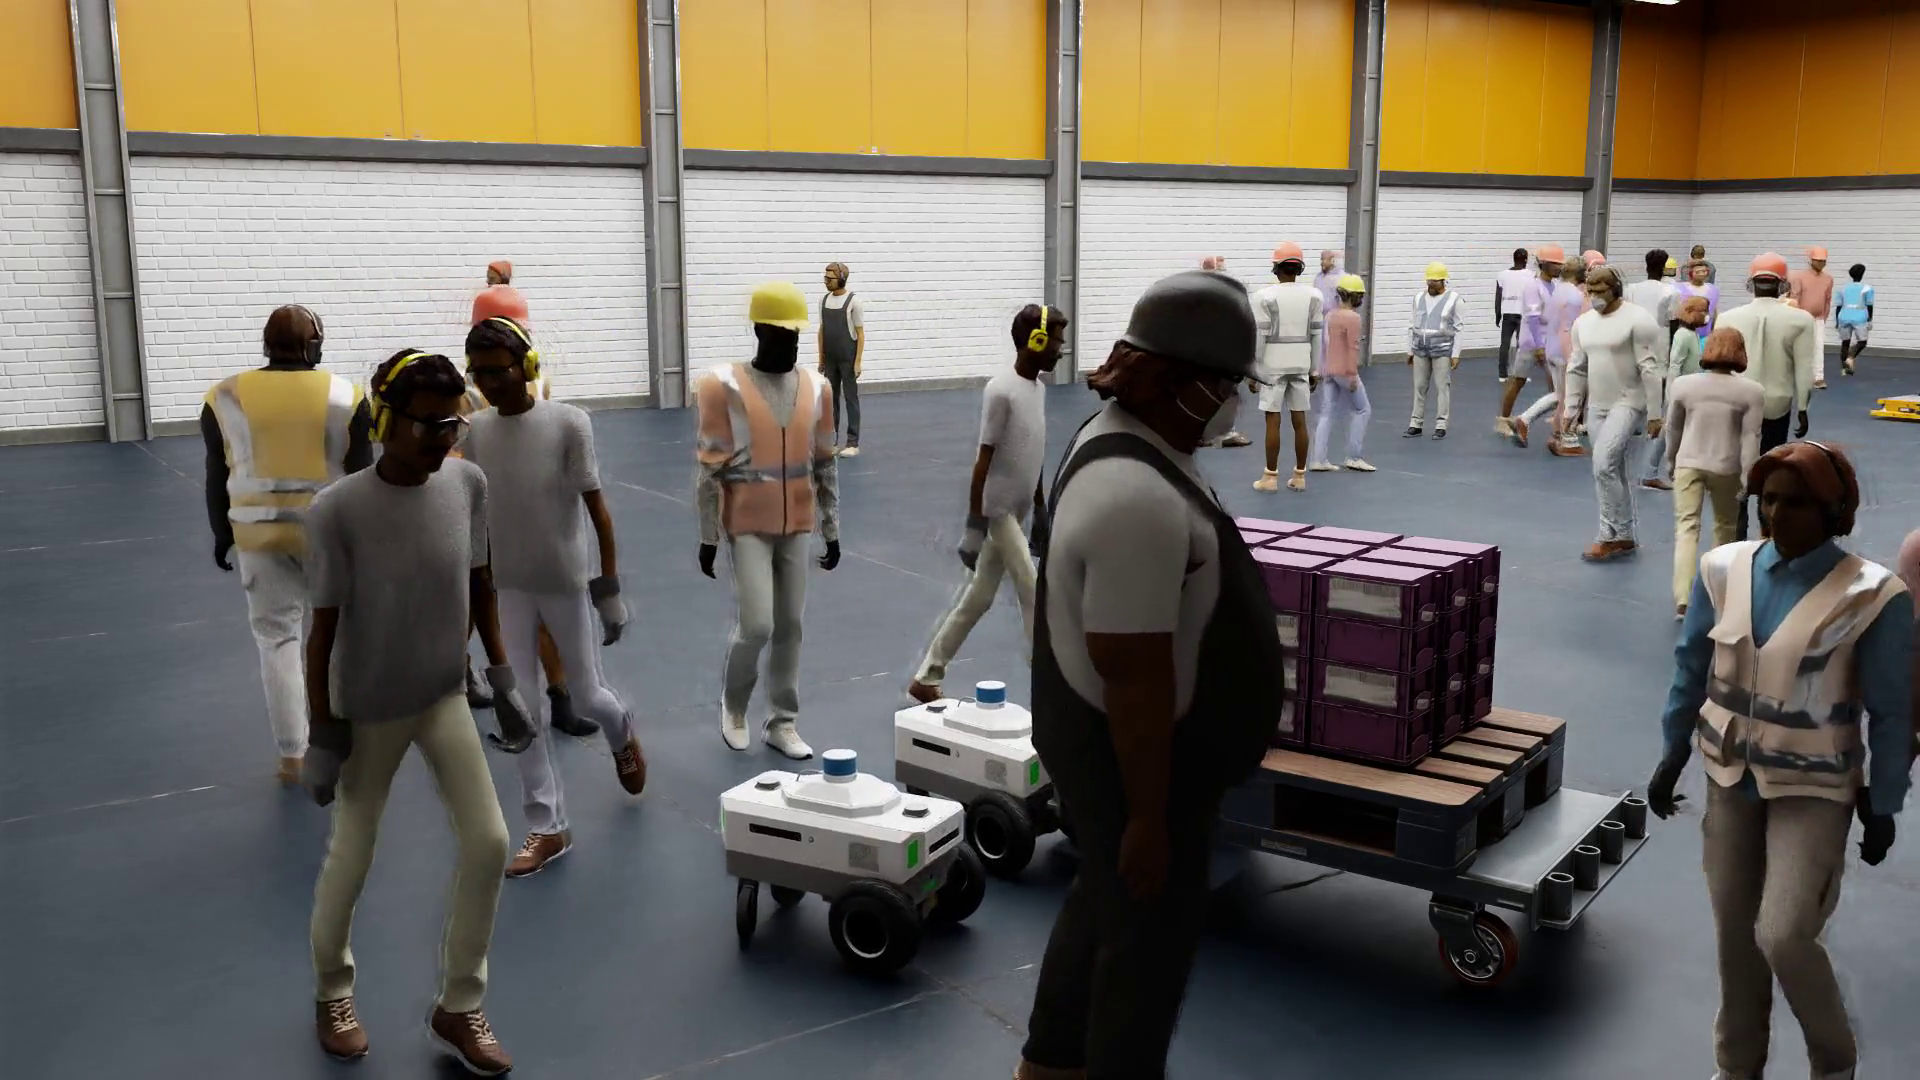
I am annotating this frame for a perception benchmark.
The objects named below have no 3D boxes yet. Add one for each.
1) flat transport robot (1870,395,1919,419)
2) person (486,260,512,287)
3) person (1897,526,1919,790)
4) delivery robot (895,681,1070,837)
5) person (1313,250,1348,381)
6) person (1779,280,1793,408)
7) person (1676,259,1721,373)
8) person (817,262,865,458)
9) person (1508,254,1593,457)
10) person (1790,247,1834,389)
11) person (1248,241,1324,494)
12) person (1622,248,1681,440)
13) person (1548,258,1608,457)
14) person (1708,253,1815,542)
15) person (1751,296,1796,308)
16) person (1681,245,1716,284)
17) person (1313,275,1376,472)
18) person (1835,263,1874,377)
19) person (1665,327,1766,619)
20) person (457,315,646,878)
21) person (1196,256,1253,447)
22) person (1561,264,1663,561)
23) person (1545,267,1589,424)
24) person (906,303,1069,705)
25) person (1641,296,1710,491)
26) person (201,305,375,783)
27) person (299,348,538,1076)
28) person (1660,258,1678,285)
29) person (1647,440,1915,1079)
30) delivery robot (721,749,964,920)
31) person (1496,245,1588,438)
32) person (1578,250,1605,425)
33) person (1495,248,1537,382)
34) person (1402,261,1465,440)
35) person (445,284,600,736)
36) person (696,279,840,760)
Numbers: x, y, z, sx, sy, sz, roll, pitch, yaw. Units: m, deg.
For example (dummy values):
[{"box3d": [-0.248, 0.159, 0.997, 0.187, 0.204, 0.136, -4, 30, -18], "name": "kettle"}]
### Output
[{"box3d": [11.161, -1.536, 19.147, 1.431, 0.197, 0.652, -8, 13, -36], "name": "flat transport robot"}, {"box3d": [-4.052, -1.566, 14.924, 0.593, 1.871, 0.603, -9, 14, -42], "name": "person"}, {"box3d": [2.565, 0.474, 4.109, 0.526, 1.734, 0.805, 3, 11, 17], "name": "person"}, {"box3d": [0.104, 0.727, 5.706, 0.707, 0.478, 0.477, 10, 14, 43], "name": "delivery robot"}, {"box3d": [5.326, -3.233, 23.992, 0.543, 1.892, 0.667, -7, 12, -32], "name": "person"}, {"box3d": [9.632, -2.291, 19.629, 0.514, 1.586, 0.844, -4, 11, -22], "name": "person"}, {"box3d": [8.510, -2.328, 19.250, 0.561, 1.813, 0.805, 2, 10, 9], "name": "person"}, {"box3d": [-1.135, -1.699, 15.731, 0.506, 1.843, 0.350, 7, 12, 32], "name": "person"}, {"box3d": [5.659, -1.733, 15.732, 0.694, 1.920, 0.627, 0, 10, 1], "name": "person"}, {"box3d": [11.784, -3.093, 23.122, 0.627, 1.952, 1.037, 0, 10, 1], "name": "person"}, {"box3d": [2.631, -1.395, 13.512, 0.609, 2.043, 0.376, -3, 11, -14], "name": "person"}, {"box3d": [7.068, -2.004, 17.082, 0.624, 1.968, 0.366, 9, 14, 41], "name": "person"}, {"box3d": [5.873, -1.688, 15.579, 0.653, 1.880, 0.751, -2, 11, -13], "name": "person"}, {"box3d": [5.317, -0.910, 11.075, 0.652, 1.955, 0.933, 6, 12, 29], "name": "person"}, {"box3d": [9.137, -2.188, 18.806, 0.322, 1.697, 0.532, -8, 13, -36], "name": "person"}, {"box3d": [12.745, -4.138, 28.835, 0.627, 1.941, 0.373, -1, 10, -6], "name": "person"}, {"box3d": [3.438, -1.459, 14.686, 0.667, 1.738, 0.542, -3, 11, -16], "name": "person"}, {"box3d": [13.176, -3.236, 24.564, 0.429, 1.684, 0.547, -9, 14, -40], "name": "person"}, {"box3d": [4.155, -0.380, 9.200, 0.505, 1.586, 0.847, 6, 12, 30], "name": "person"}, {"box3d": [-1.354, 0.147, 5.635, 0.587, 1.831, 0.783, 2, 11, 13], "name": "person"}, {"box3d": [2.577, -1.845, 16.403, 0.785, 1.881, 0.673, -2, 10, -9], "name": "person"}, {"box3d": [4.149, -0.809, 10.703, 0.692, 1.895, 0.651, -4, 11, -23], "name": "person"}, {"box3d": [6.816, -2.130, 18.227, 0.660, 1.808, 0.675, -10, 14, -44], "name": "person"}, {"box3d": [0.198, -0.096, 7.078, 0.997, 1.805, 0.572, 4, 11, 20], "name": "person"}, {"box3d": [5.962, -1.165, 13.453, 0.817, 1.589, 0.526, 6, 12, 31], "name": "person"}, {"box3d": [-2.600, -0.006, 6.524, 0.634, 1.809, 0.754, -3, 11, -18], "name": "person"}, {"box3d": [-1.362, 0.433, 4.126, 0.796, 1.807, 0.513, 9, 14, 41], "name": "person"}, {"box3d": [11.039, -3.528, 26.031, 0.295, 1.743, 0.493, -3, 11, -17], "name": "person"}, {"box3d": [1.874, 0.578, 3.839, 0.366, 1.627, 0.529, -6, 12, -28], "name": "person"}, {"box3d": [-0.356, 0.865, 4.946, 0.707, 0.478, 0.477, 5, 12, 27], "name": "delivery robot"}, {"box3d": [5.976, -1.992, 16.926, 0.626, 1.980, 1.075, -8, 13, -38], "name": "person"}, {"box3d": [6.656, -2.084, 17.594, 0.376, 1.934, 0.546, -4, 11, -23], "name": "person"}, {"box3d": [7.971, -3.219, 23.874, 0.591, 1.912, 0.383, 8, 13, 37], "name": "person"}, {"box3d": [4.867, -1.947, 17.124, 0.587, 1.830, 0.404, 9, 14, 41], "name": "person"}, {"box3d": [-1.972, -0.141, 7.096, 0.999, 1.887, 0.559, 9, 14, 41], "name": "person"}, {"box3d": [-0.743, -0.068, 6.587, 0.616, 1.910, 0.394, -7, 13, -35], "name": "person"}]
